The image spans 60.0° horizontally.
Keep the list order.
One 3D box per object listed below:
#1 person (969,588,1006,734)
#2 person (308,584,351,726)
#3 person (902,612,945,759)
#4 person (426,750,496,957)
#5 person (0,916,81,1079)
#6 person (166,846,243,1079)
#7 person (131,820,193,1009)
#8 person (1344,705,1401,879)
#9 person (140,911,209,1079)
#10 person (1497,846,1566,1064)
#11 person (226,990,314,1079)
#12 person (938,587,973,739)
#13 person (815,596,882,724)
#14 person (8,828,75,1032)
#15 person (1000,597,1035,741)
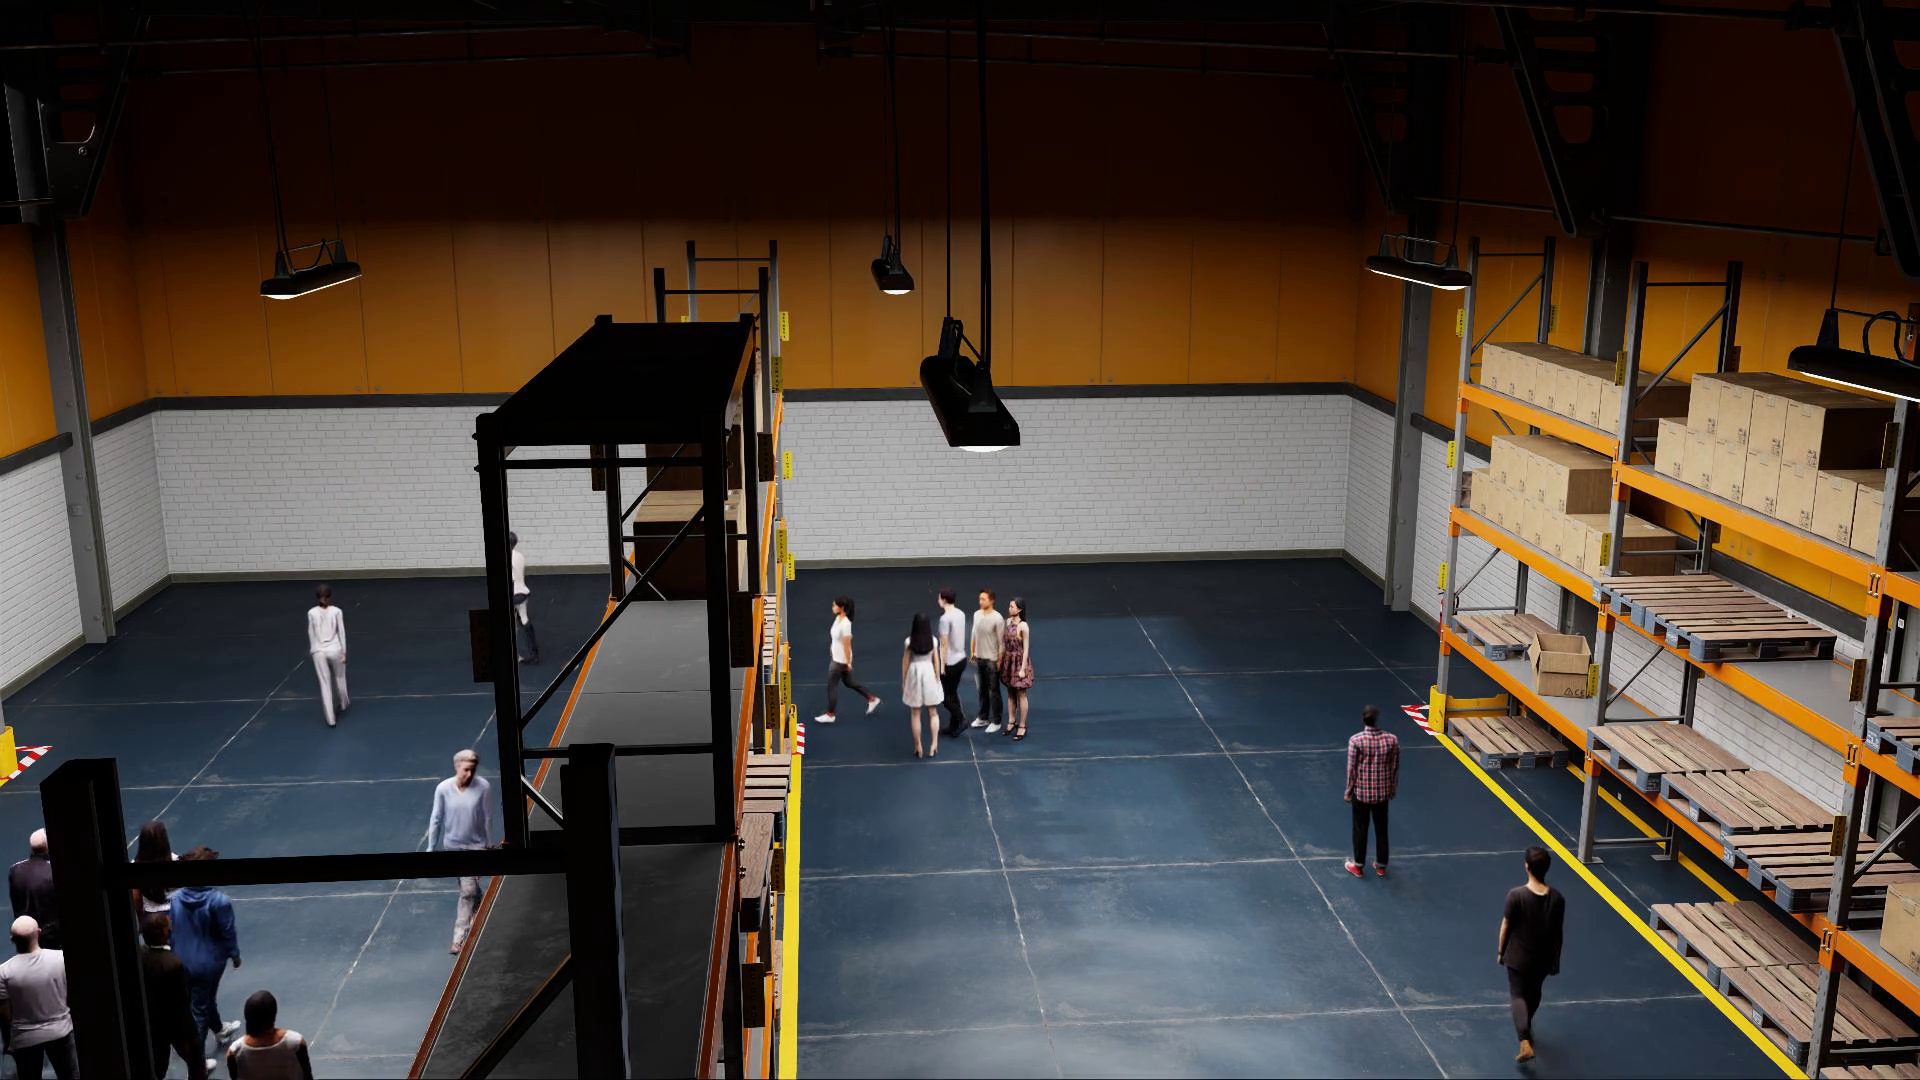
[{"bbox_3d":[0.353,1.451,20.391,0.711,1.811,0.784,12,18,41],"label":"person"},{"bbox_3d":[-7.831,1.442,20.565,0.702,1.747,1.015,-4,14,-15],"label":"person"},{"bbox_3d":[-0.454,1.705,19.428,0.638,1.771,0.620,-1,14,-5],"label":"person"},{"bbox_3d":[-4.421,2.753,14.989,0.810,1.824,1.227,1,14,5],"label":"person"},{"bbox_3d":[-6.520,3.521,11.798,0.755,1.832,0.775,-11,18,-39],"label":"person"},{"bbox_3d":[-5.921,3.296,12.851,0.887,1.774,1.088,3,14,13],"label":"person"},{"bbox_3d":[-6.483,3.124,13.560,0.602,1.774,0.536,-2,14,-10],"label":"person"},{"bbox_3d":[4.041,2.459,16.338,0.673,1.760,0.561,-1,14,-6],"label":"person"},{"bbox_3d":[-5.731,3.538,11.857,0.984,1.772,1.227,5,15,20],"label":"person"},{"bbox_3d":[4.508,3.286,13.079,0.725,1.686,1.099,1,14,3],"label":"person"},{"bbox_3d":[-4.549,3.805,11.001,0.722,1.655,1.081,-2,14,-9],"label":"person"},{"bbox_3d":[-0.017,1.511,20.086,0.993,1.838,0.929,7,15,26],"label":"person"},{"bbox_3d":[-1.369,1.484,20.679,0.668,1.613,1.018,-2,14,-10],"label":"person"},{"bbox_3d":[-7.279,3.209,13.146,0.697,1.804,1.129,0,14,-1],"label":"person"},{"bbox_3d":[0.675,1.540,20.100,0.855,1.775,0.775,-10,17,-35],"label":"person"}]
